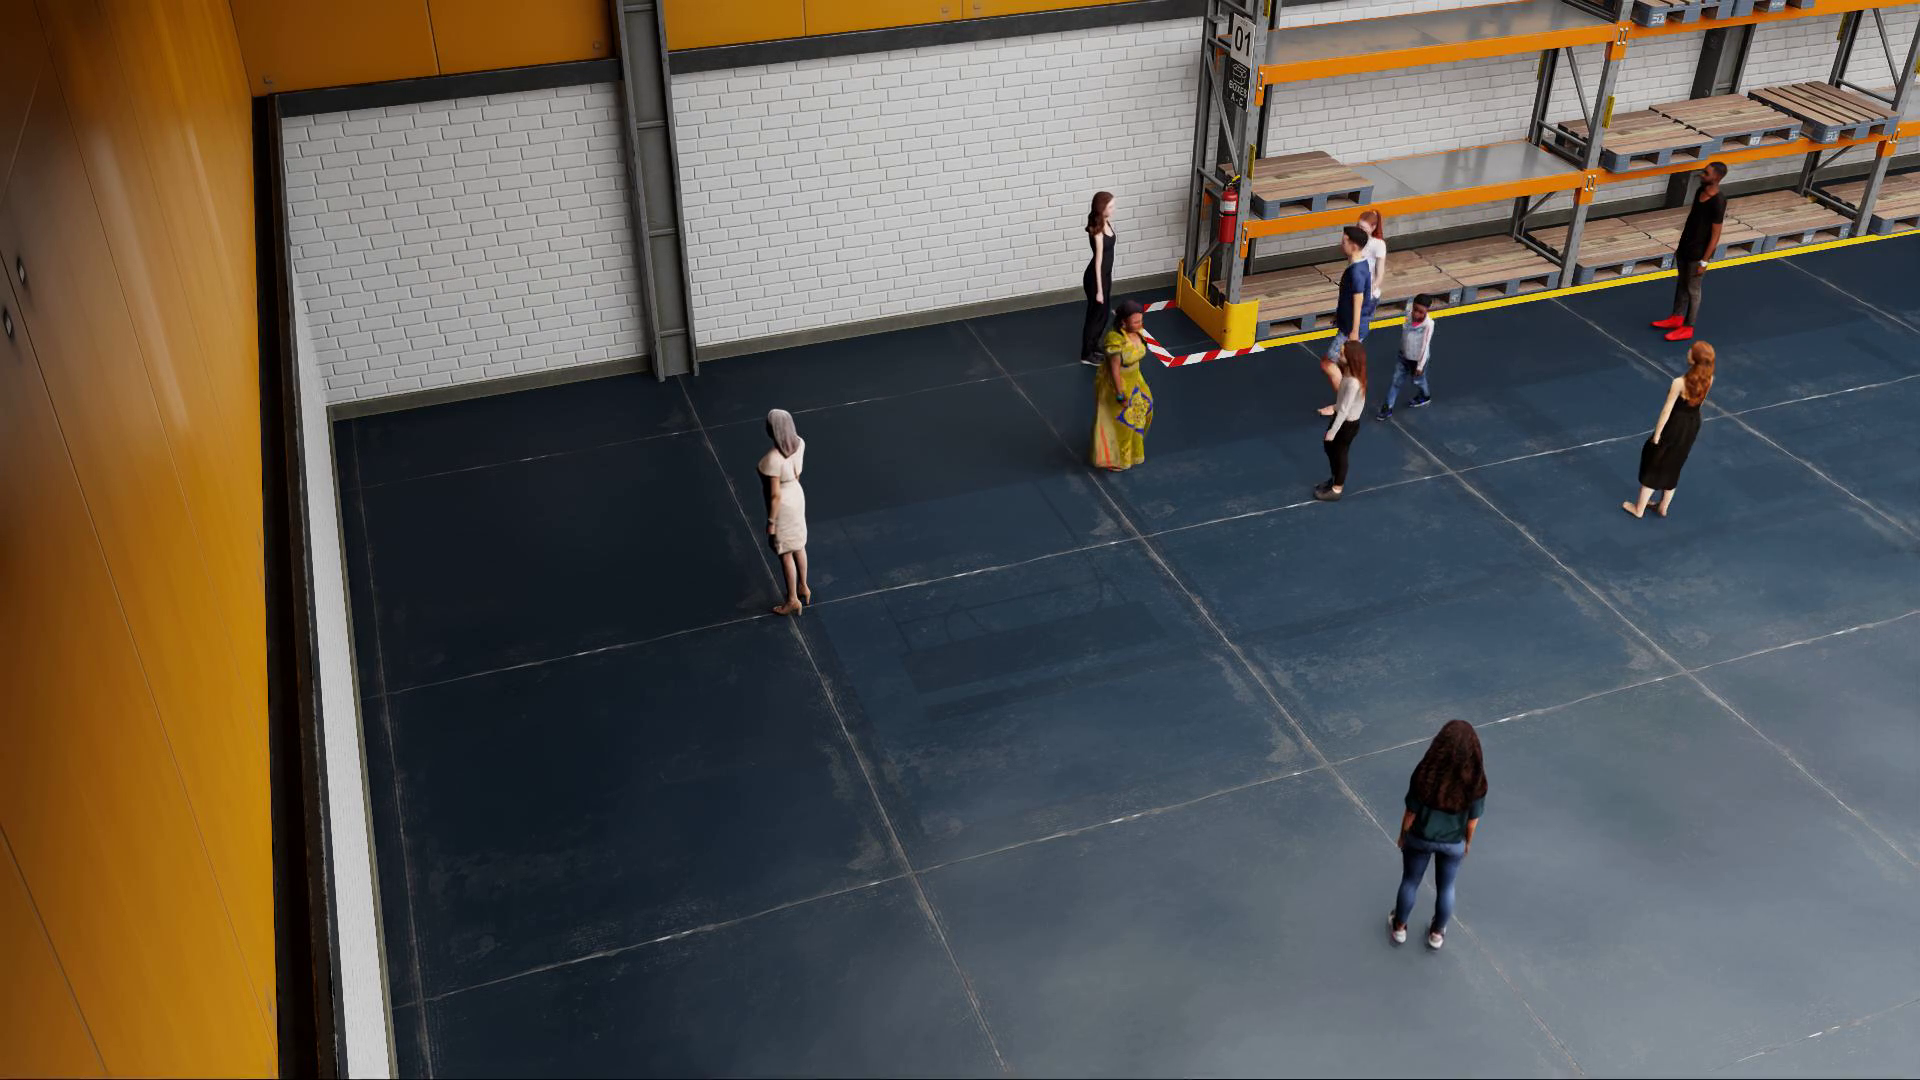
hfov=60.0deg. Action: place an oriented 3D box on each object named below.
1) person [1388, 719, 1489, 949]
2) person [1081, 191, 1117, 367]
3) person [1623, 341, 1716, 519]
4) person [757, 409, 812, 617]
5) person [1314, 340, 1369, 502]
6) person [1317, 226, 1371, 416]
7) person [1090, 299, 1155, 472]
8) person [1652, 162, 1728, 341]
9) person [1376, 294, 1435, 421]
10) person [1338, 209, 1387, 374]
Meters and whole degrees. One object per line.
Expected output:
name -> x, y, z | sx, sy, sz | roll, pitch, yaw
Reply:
person -> 2.757, 1.714, 9.614 | 0.684, 1.616, 0.766 | 6, 34, 9
person -> 1.306, -2.499, 15.838 | 0.698, 1.742, 0.672 | 9, 35, 13
person -> 5.858, -0.868, 13.495 | 0.541, 1.619, 0.651 | -11, 35, -15
person -> -1.291, -0.206, 12.394 | 0.741, 1.736, 0.683 | 14, 36, 20
person -> 3.244, -0.970, 13.775 | 0.651, 1.479, 0.645 | 2, 34, 3
person -> 3.577, -1.916, 14.884 | 0.787, 1.828, 0.762 | 6, 34, 9
person -> 1.291, -1.334, 14.176 | 1.040, 1.642, 0.926 | 18, 38, 25
person -> 7.222, -2.841, 16.297 | 0.614, 1.804, 0.700 | -3, 34, -5
person -> 4.162, -1.688, 15.084 | 0.942, 1.226, 0.666 | -19, 38, -26
person -> 3.805, -2.263, 15.513 | 0.745, 1.708, 0.652 | -11, 35, -16
